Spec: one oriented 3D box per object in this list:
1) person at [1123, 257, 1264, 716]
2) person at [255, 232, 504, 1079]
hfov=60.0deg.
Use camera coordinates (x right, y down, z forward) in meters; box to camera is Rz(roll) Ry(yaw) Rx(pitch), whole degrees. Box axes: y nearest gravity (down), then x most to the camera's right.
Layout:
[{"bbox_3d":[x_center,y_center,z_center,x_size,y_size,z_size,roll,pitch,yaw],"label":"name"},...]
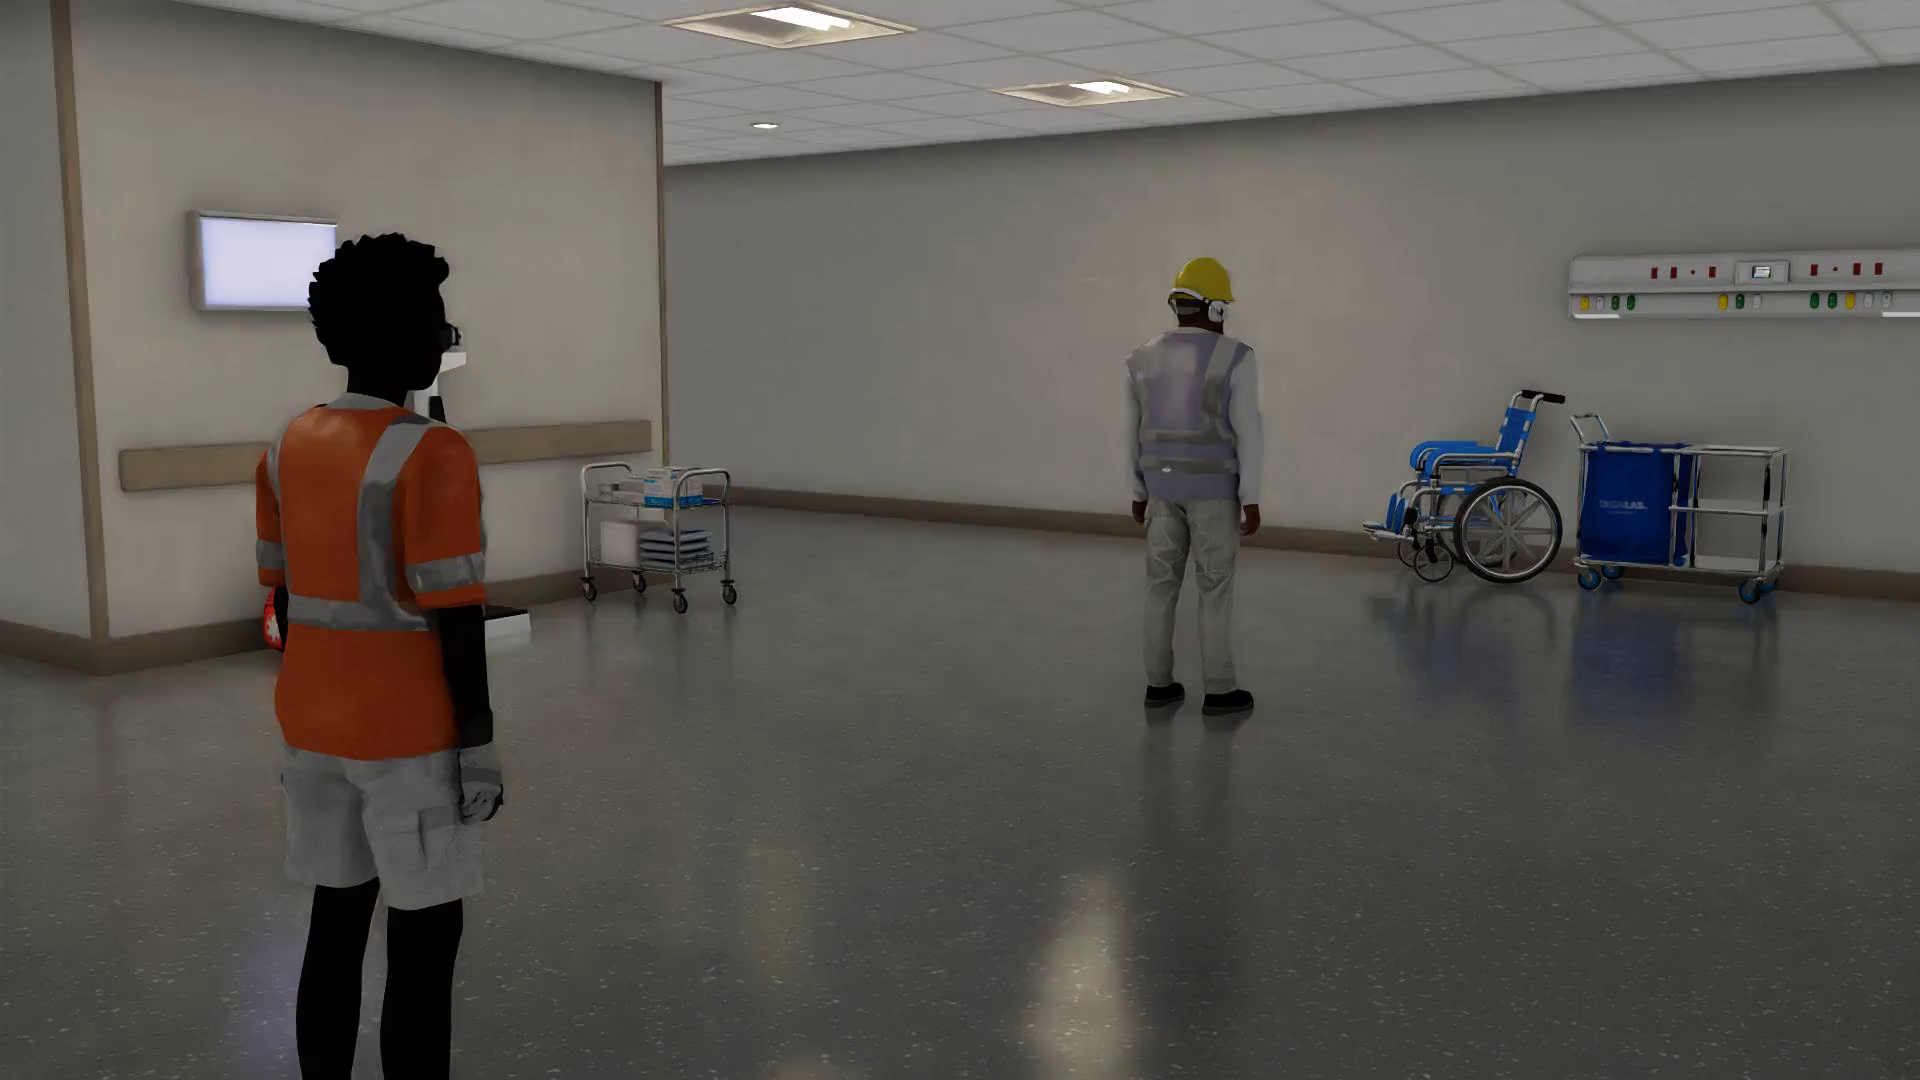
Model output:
[{"bbox_3d":[0.952,-0.214,6.708,0.600,1.829,0.404,5,9,35],"label":"person"},{"bbox_3d":[-0.981,0.330,2.867,0.540,1.695,0.317,5,9,35],"label":"person"}]
